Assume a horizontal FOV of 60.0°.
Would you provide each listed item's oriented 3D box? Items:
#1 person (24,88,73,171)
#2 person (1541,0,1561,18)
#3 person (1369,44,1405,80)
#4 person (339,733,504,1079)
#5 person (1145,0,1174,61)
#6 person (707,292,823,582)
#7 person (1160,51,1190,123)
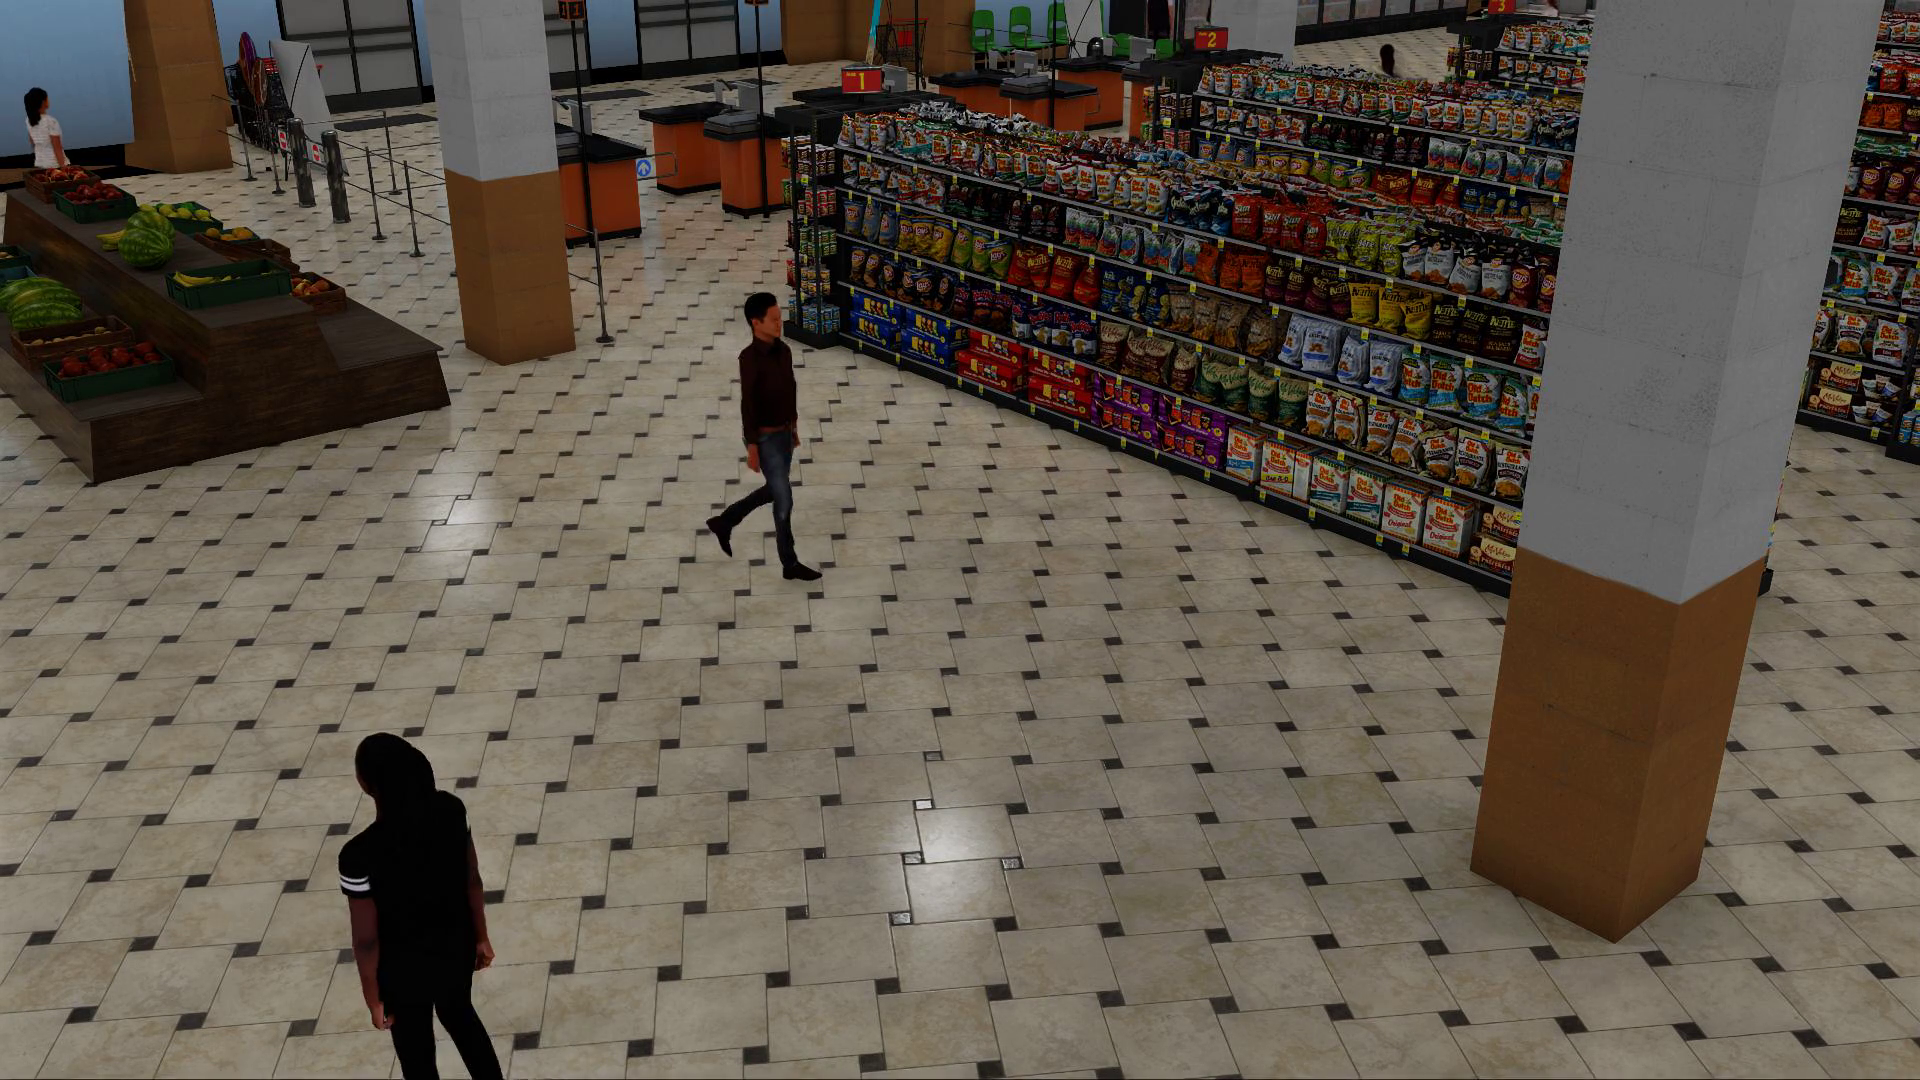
[{"bbox_3d":[-9.693,-3.925,17.622,1.087,1.617,1.012,7,25,16],"label":"person"},{"bbox_3d":[9.289,-7.842,26.392,0.721,1.762,0.639,0,24,0],"label":"person"},{"bbox_3d":[5.342,-5.406,21.003,0.870,1.620,0.929,2,24,4],"label":"person"},{"bbox_3d":[-1.663,1.396,5.334,0.849,1.718,0.692,19,30,37],"label":"person"},{"bbox_3d":[3.369,-8.700,28.247,0.651,1.846,0.790,12,26,26],"label":"person"},{"bbox_3d":[-1.209,-0.604,9.853,1.144,1.761,0.955,9,25,20],"label":"person"},{"bbox_3d":[2.555,-4.953,19.939,1.123,1.641,0.839,15,28,31],"label":"person"}]
